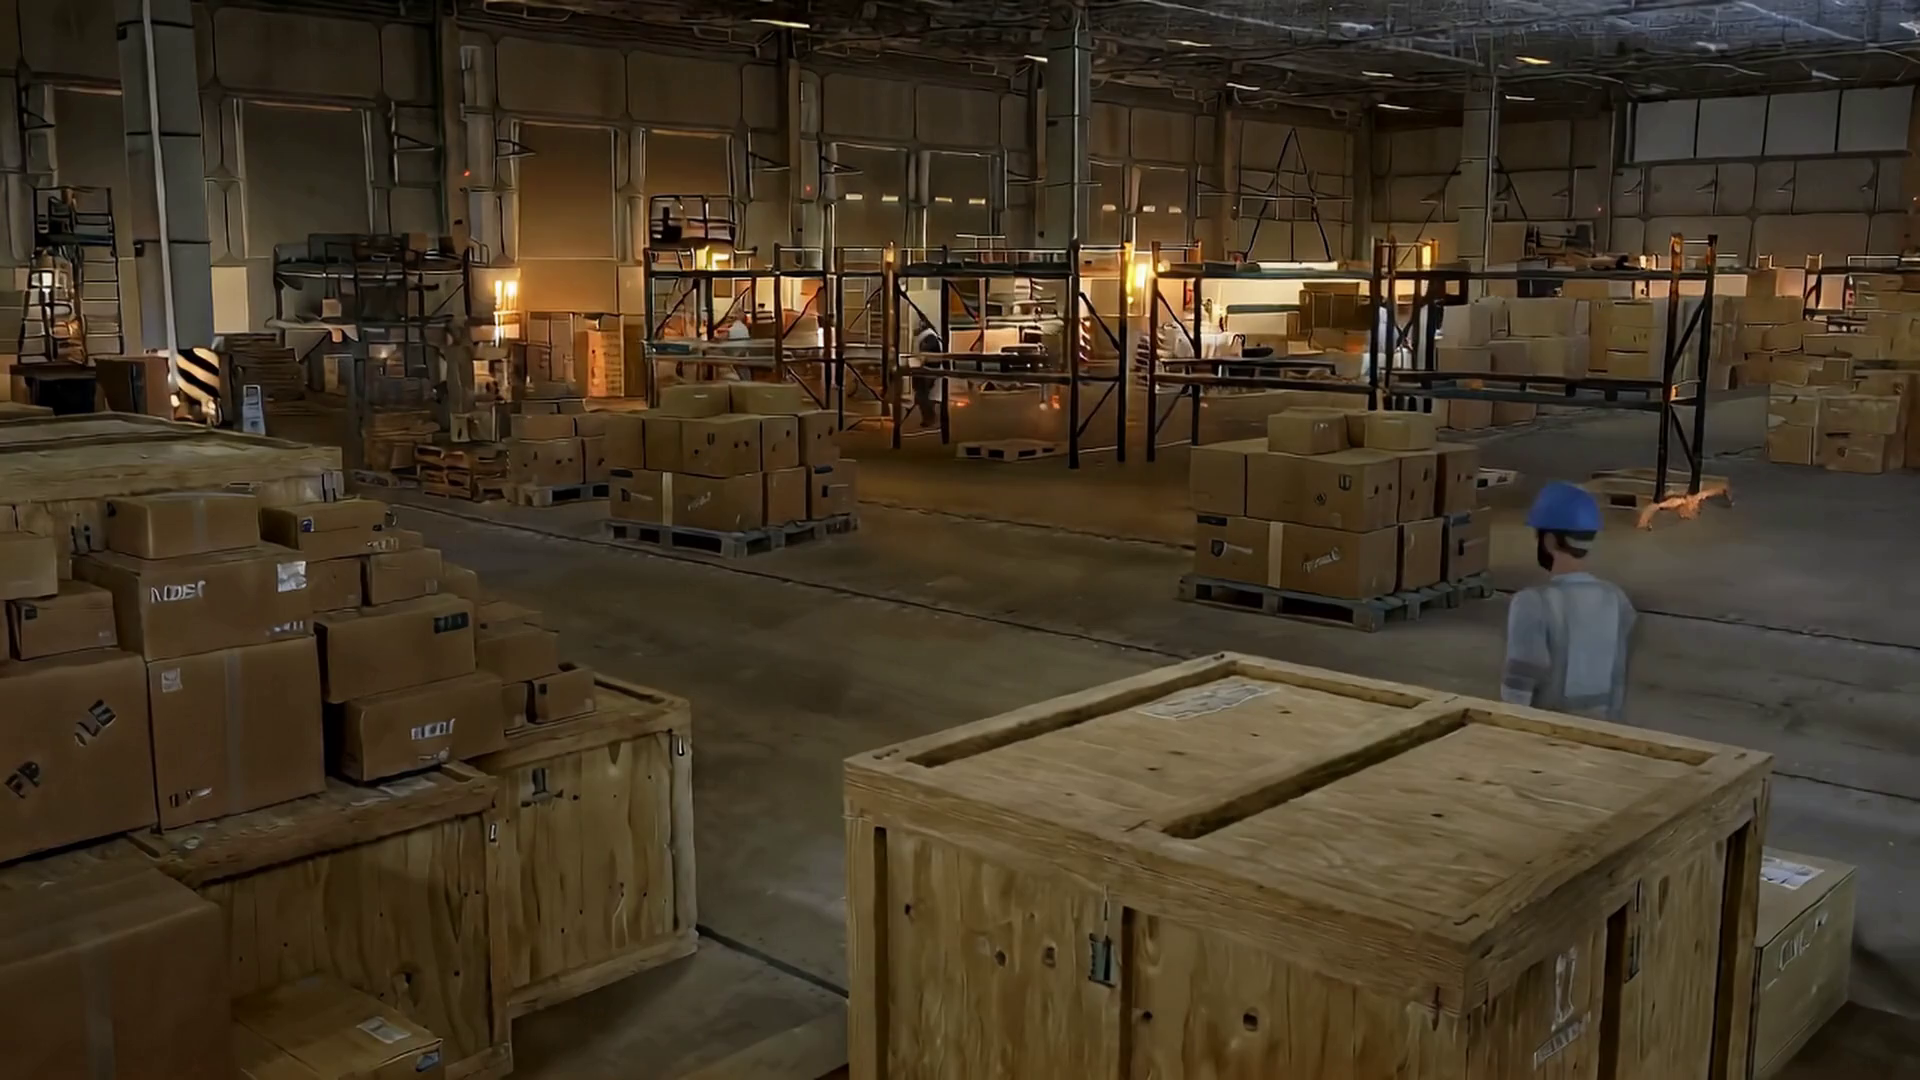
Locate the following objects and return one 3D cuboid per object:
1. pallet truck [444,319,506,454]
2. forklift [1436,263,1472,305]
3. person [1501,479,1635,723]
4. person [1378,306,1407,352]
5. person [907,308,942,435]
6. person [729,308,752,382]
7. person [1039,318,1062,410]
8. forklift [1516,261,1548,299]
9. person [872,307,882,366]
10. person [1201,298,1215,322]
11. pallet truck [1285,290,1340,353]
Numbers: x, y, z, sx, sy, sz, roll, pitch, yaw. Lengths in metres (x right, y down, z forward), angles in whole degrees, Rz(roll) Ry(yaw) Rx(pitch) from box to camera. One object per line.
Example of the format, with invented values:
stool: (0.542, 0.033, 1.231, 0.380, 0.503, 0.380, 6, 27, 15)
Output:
pallet truck: (-6.981, -1.942, 22.150, 1.885, 1.965, 0.823, 1, 9, 9)
forklift: (13.567, -6.255, 45.894, 1.873, 2.768, 1.129, -8, 12, -39)
person: (2.099, 0.751, 5.855, 0.577, 1.925, 0.443, -5, 11, -28)
person: (8.778, -3.781, 33.699, 0.622, 1.900, 0.750, 4, 10, 25)
person: (-0.610, -2.686, 26.582, 0.542, 2.000, 0.679, -3, 10, -18)
person: (-4.055, -3.355, 31.012, 0.411, 1.937, 0.635, -6, 11, -32)
person: (1.722, -3.325, 31.444, 0.488, 1.736, 0.323, -5, 10, -27)
forklift: (12.925, -4.937, 37.812, 1.873, 2.768, 1.129, 9, 13, 43)
person: (-2.196, -5.397, 44.467, 0.314, 1.633, 0.520, -1, 9, -6)
person: (6.155, -5.053, 41.410, 0.376, 1.935, 0.550, 4, 10, 21)
pallet truck: (11.297, -6.951, 52.861, 1.885, 1.965, 0.823, -5, 11, -29)
